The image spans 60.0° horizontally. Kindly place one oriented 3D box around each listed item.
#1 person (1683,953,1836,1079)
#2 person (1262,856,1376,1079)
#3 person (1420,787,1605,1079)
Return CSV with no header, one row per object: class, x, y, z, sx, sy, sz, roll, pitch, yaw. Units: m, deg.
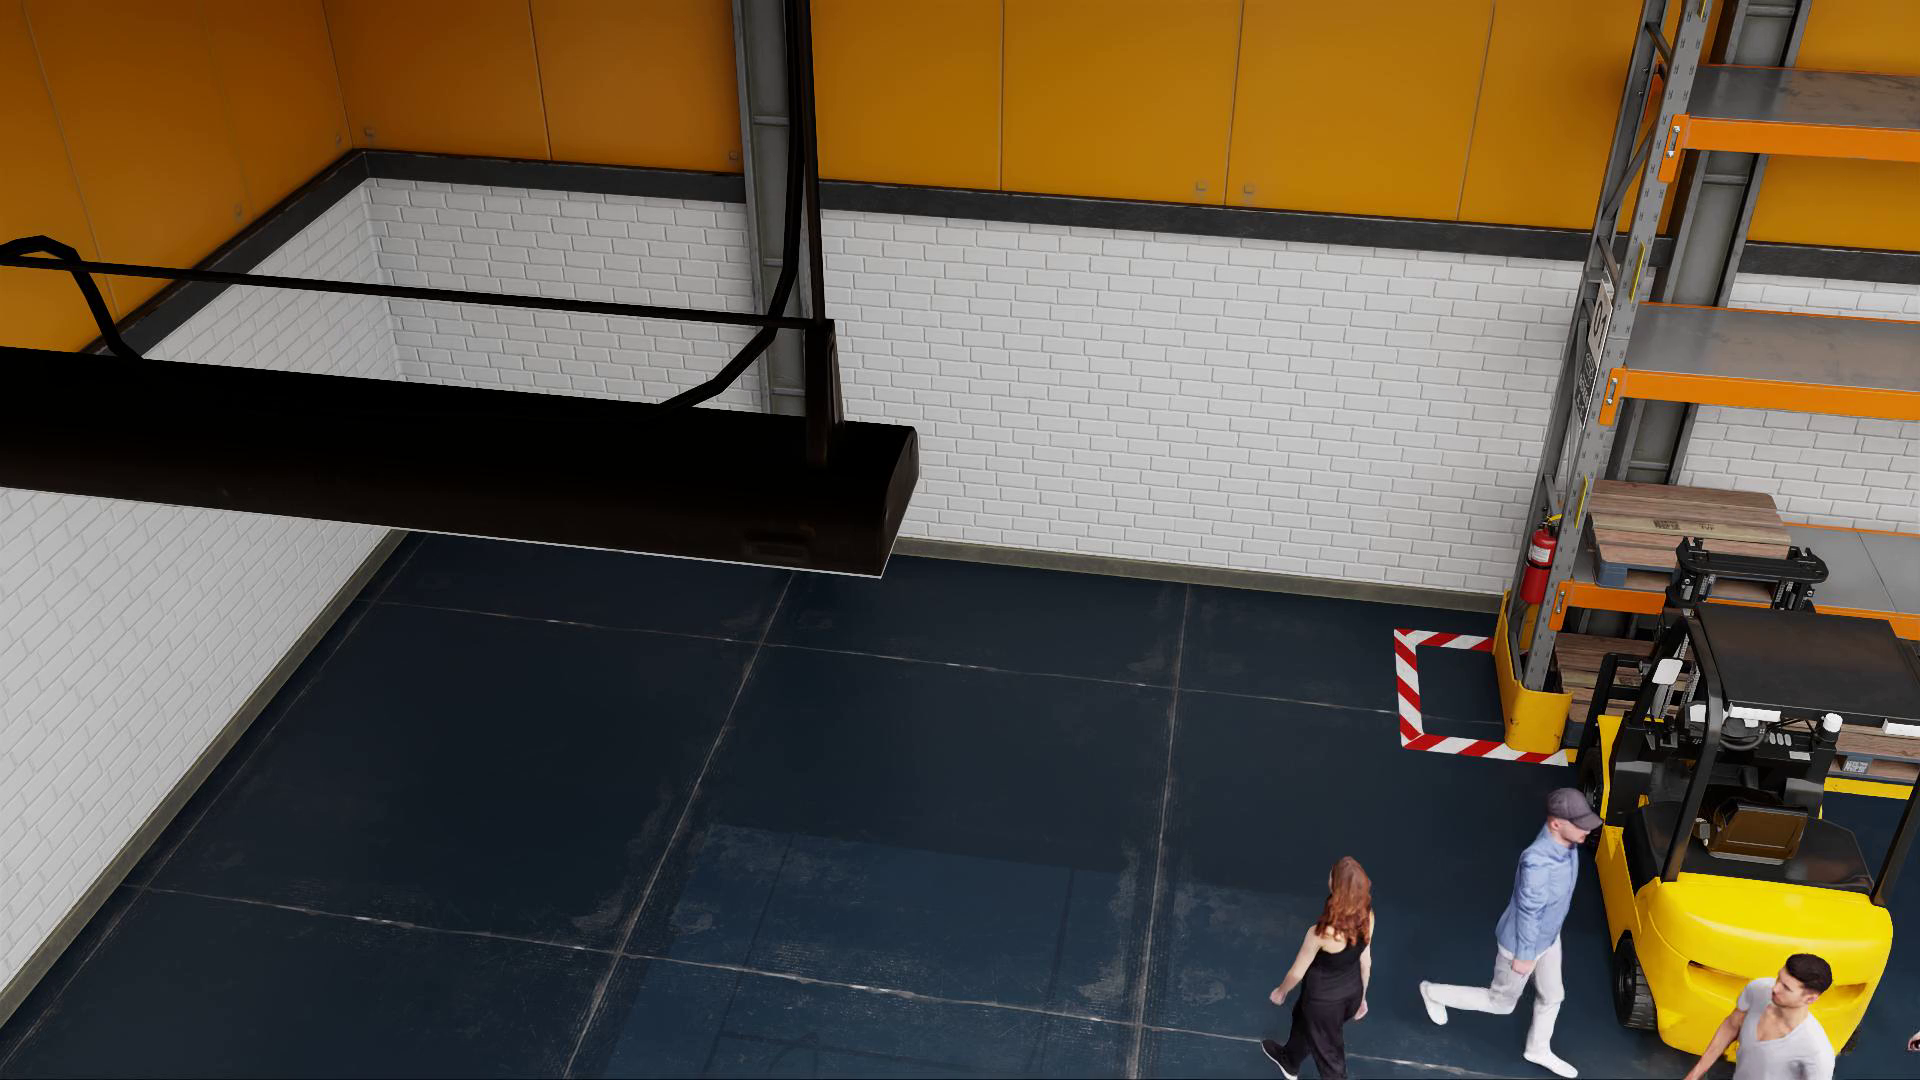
person,3.798,2.570,7.675,1.242,1.806,0.921,-4,34,-6
person,1.866,2.330,8.128,1.064,1.705,1.110,-20,38,-27
person,2.847,1.979,8.519,1.199,1.856,1.012,25,41,33
